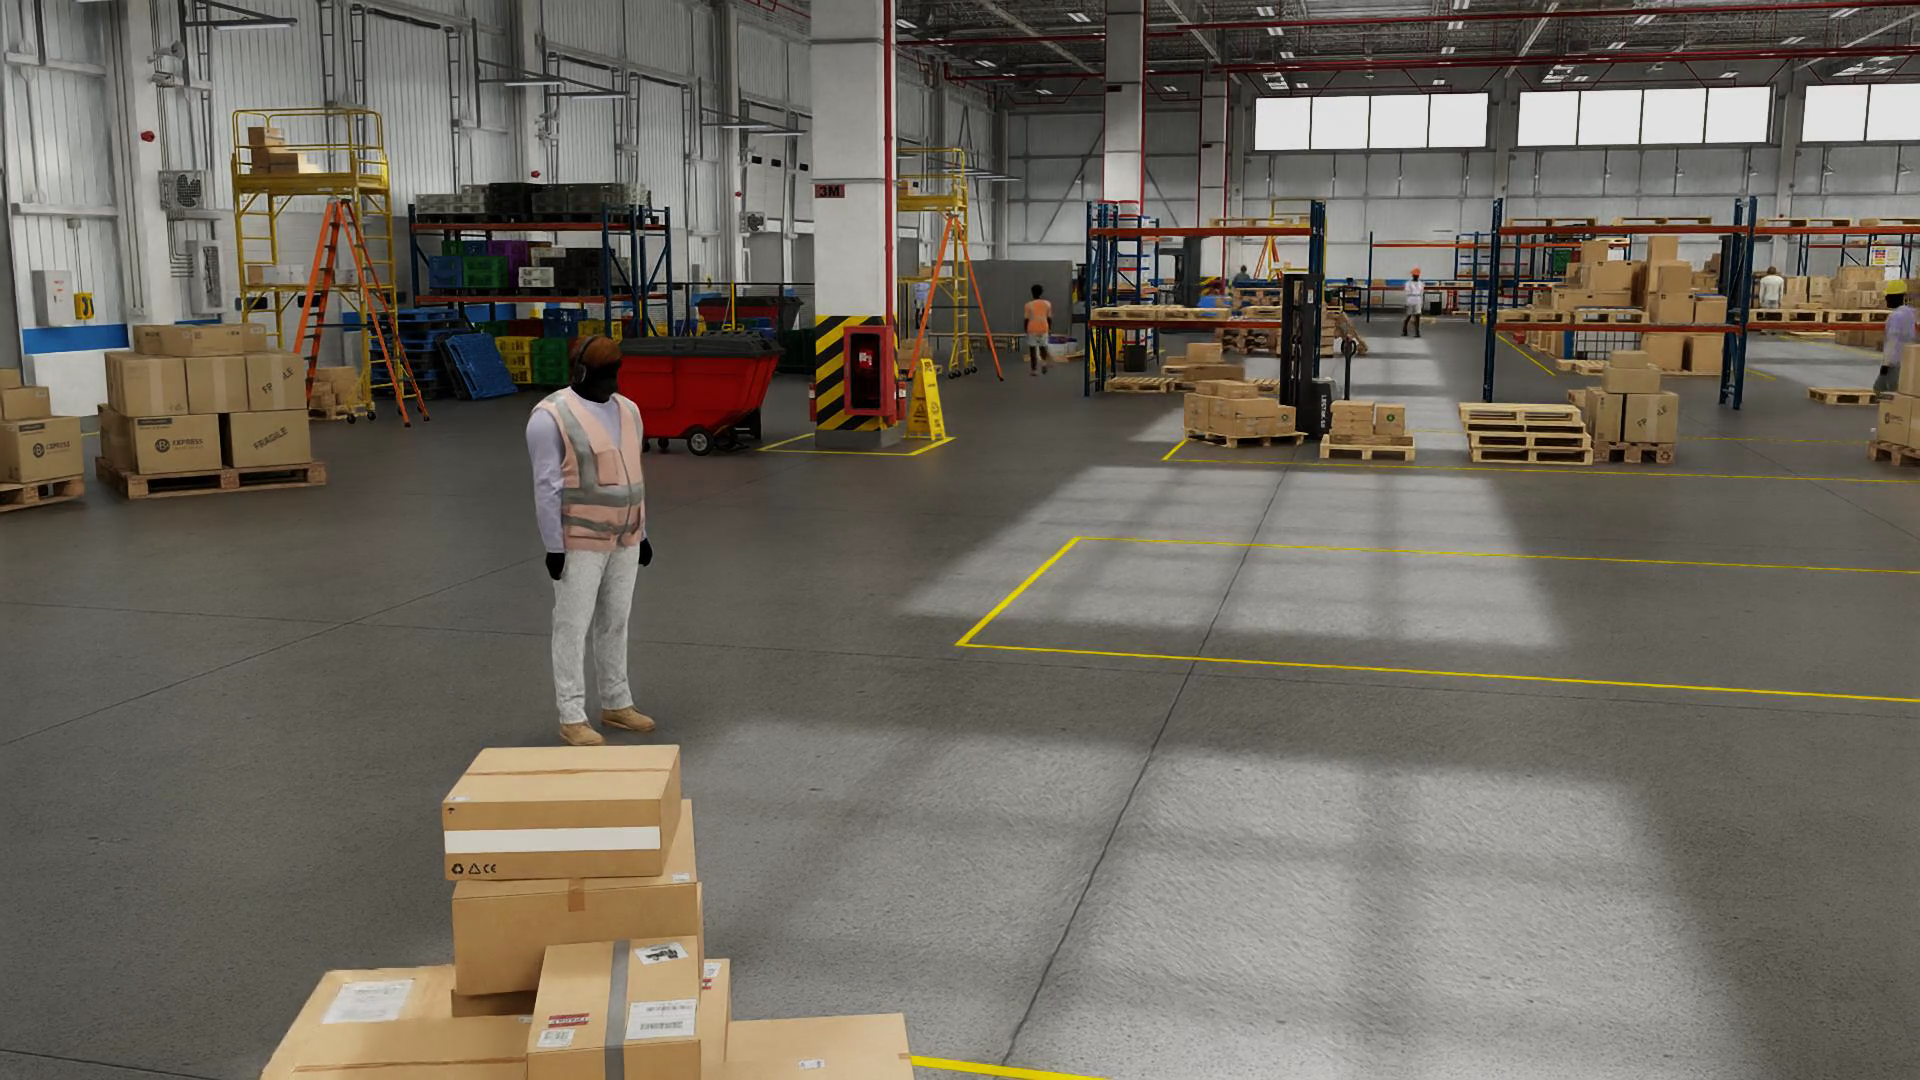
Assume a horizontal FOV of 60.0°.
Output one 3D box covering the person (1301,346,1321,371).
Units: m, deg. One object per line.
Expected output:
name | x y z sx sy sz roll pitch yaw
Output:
person | 6.781 -4.113 31.984 0.485 1.739 0.319 -8 13 -40

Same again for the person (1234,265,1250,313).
person | 10.478 -9.262 61.856 0.644 1.903 0.958 9 13 41

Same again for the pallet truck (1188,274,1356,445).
pallet truck | 3.653 -2.138 19.590 1.885 1.965 0.823 -4 10 -20

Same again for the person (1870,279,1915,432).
person | 11.401 -2.226 20.357 0.598 1.905 0.610 8 13 39

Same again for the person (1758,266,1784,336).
person | 22.631 -6.669 46.449 0.627 1.936 0.372 1 10 8

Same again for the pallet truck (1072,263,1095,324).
pallet truck | 4.325 -8.180 55.162 0.823 1.965 1.885 6 11 31

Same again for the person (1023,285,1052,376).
person | 1.414 -3.846 30.558 0.547 1.679 0.370 -3 10 -15

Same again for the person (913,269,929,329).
person | -1.164 -7.384 50.688 0.543 1.930 0.389 -6 11 -33

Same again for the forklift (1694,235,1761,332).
forklift | 22.425 -7.519 48.677 1.873 2.768 1.129 2 10 14

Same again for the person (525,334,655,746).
person | -1.626 -0.001 7.483 0.429 1.838 0.622 6 12 33

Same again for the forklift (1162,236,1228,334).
forklift | 6.533 -7.204 46.819 1.873 2.768 1.129 -1 10 -6

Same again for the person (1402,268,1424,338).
person | 12.428 -6.515 45.645 0.553 1.908 0.873 -1 10 -8
